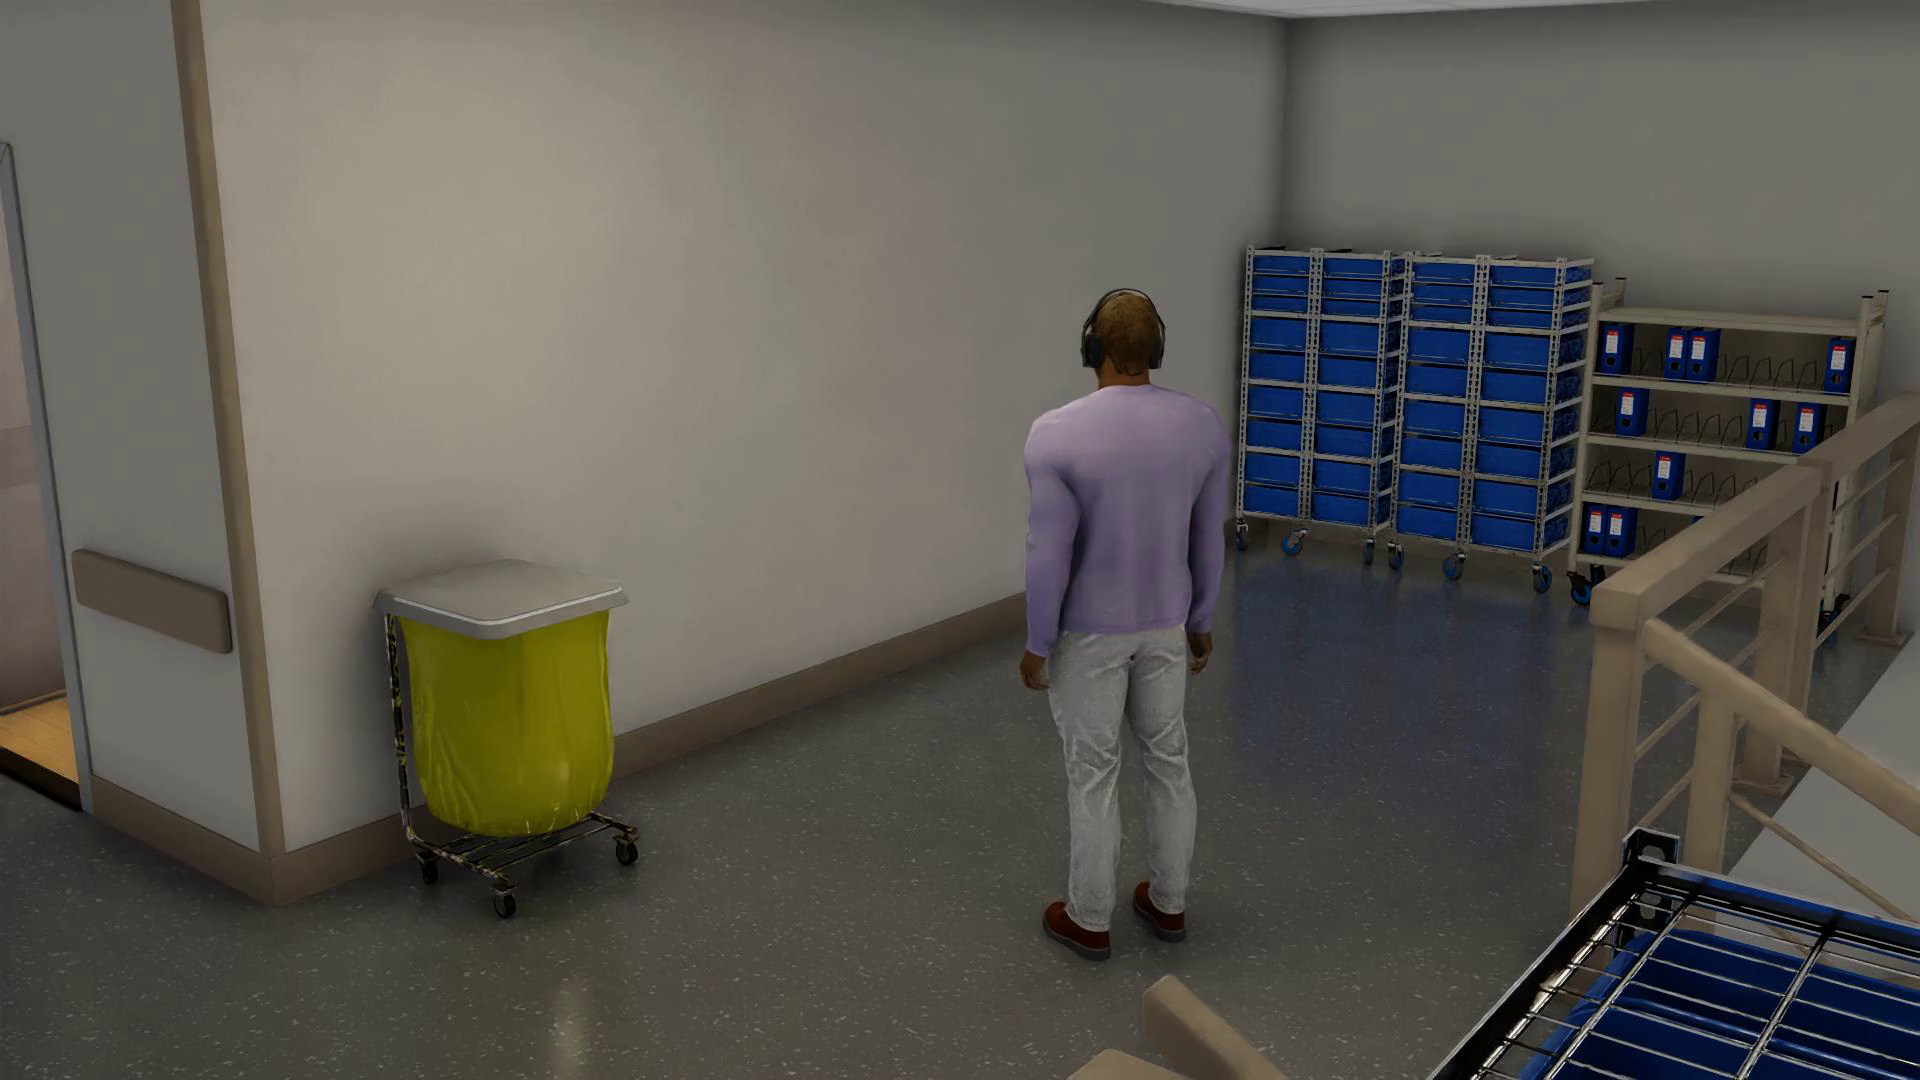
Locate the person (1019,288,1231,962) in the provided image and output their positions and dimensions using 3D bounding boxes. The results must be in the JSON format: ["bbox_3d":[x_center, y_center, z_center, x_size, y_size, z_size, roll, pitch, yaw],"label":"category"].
[{"bbox_3d":[0.464,0.255,4.779,0.635,1.937,0.352,-6,15,-22],"label":"person"}]
